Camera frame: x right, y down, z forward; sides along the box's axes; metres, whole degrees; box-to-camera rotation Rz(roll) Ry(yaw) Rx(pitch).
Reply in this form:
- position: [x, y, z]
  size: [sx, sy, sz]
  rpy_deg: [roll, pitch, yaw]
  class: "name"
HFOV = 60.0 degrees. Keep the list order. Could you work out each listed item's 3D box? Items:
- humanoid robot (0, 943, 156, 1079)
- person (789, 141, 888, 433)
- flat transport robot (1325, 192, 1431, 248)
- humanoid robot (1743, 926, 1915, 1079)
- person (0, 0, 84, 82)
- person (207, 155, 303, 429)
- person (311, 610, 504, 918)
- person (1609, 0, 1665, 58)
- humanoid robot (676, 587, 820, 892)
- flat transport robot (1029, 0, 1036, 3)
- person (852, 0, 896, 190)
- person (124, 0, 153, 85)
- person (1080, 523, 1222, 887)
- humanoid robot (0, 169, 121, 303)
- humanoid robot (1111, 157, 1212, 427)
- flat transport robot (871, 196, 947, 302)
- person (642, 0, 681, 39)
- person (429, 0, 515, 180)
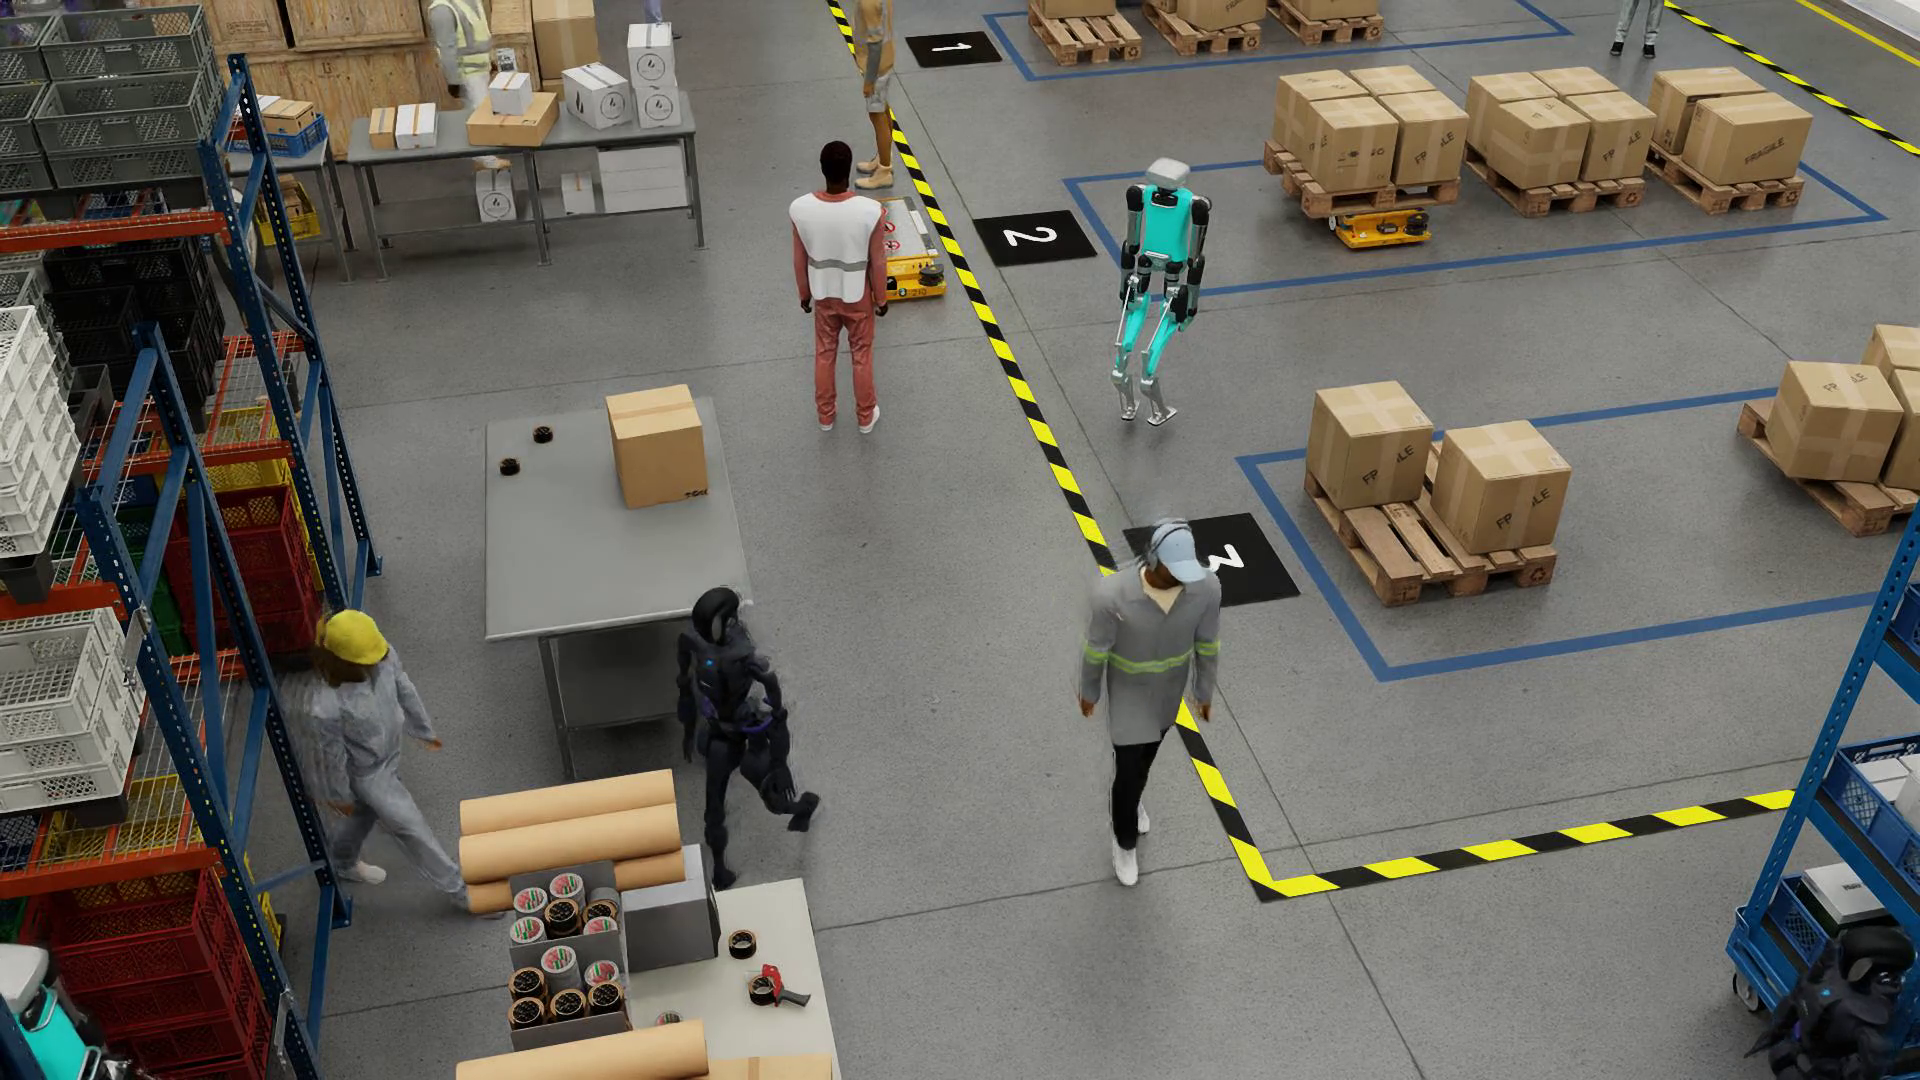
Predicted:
- position: [-2.766, 1.974, 5.622]
  size: [0.668, 1.748, 0.533]
  rpy_deg: [-5, 37, -6]
  class: "humanoid robot"
- position: [-0.730, -1.520, 10.228]
  size: [0.579, 1.911, 0.394]
  rpy_deg: [8, 37, 10]
  class: "person"
- position: [3.134, -2.740, 13.213]
  size: [0.652, 0.197, 1.431]
  rpy_deg: [-8, 37, -10]
  class: "flat transport robot"
- position: [3.008, 1.916, 5.838]
  size: [0.780, 1.629, 0.601]
  rpy_deg: [3, 37, 4]
  class: "humanoid robot"
- position: [-7.573, -4.256, 13.810]
  size: [0.634, 2.020, 0.681]
  rpy_deg: [-3, 37, -4]
  class: "person"
- position: [-4.417, -1.543, 10.305]
  size: [0.331, 1.844, 0.516]
  rpy_deg: [-12, 38, -15]
  class: "person"
- position: [-2.491, 0.933, 7.101]
  size: [0.898, 1.686, 0.508]
  rpy_deg: [8, 37, 11]
  class: "person"
- position: [6.514, -5.443, 15.553]
  size: [0.599, 1.836, 0.404]
  rpy_deg: [10, 38, 13]
  class: "person"
- position: [-0.937, 0.845, 7.292]
  size: [0.616, 1.650, 0.765]
  rpy_deg: [19, 41, 24]
  class: "humanoid robot"
- position: [1.352, -5.854, 17.398]
  size: [1.431, 0.197, 0.652]
  rpy_deg: [-8, 37, -10]
  class: "flat transport robot"
- position: [-0.704, -3.770, 13.136]
  size: [0.387, 2.045, 0.605]
  rpy_deg: [2, 37, 3]
  class: "person"
- position: [-7.490, -5.235, 15.230]
  size: [0.543, 1.902, 0.969]
  rpy_deg: [0, 37, 0]
  class: "person"
- position: [0.862, 0.709, 7.295]
  size: [0.601, 1.823, 0.758]
  rpy_deg: [-8, 37, -11]
  class: "person"
- position: [-5.952, -1.955, 10.976]
  size: [1.041, 1.750, 0.550]
  rpy_deg: [-23, 43, -28]
  class: "humanoid robot"
- position: [1.137, -1.428, 10.130]
  size: [0.533, 1.677, 0.735]
  rpy_deg: [18, 40, 23]
  class: "humanoid robot"
- position: [-0.570, -2.220, 12.538]
  size: [0.659, 0.231, 1.431]
  rpy_deg: [-8, 37, -10]
  class: "flat transport robot"
- position: [-2.949, -5.730, 16.006]
  size: [0.326, 1.760, 0.523]
  rpy_deg: [-14, 39, -18]
  class: "person"
- position: [-3.896, -3.778, 13.321]
  size: [0.469, 1.828, 0.658]
  rpy_deg: [5, 37, 6]
  class: "person"
